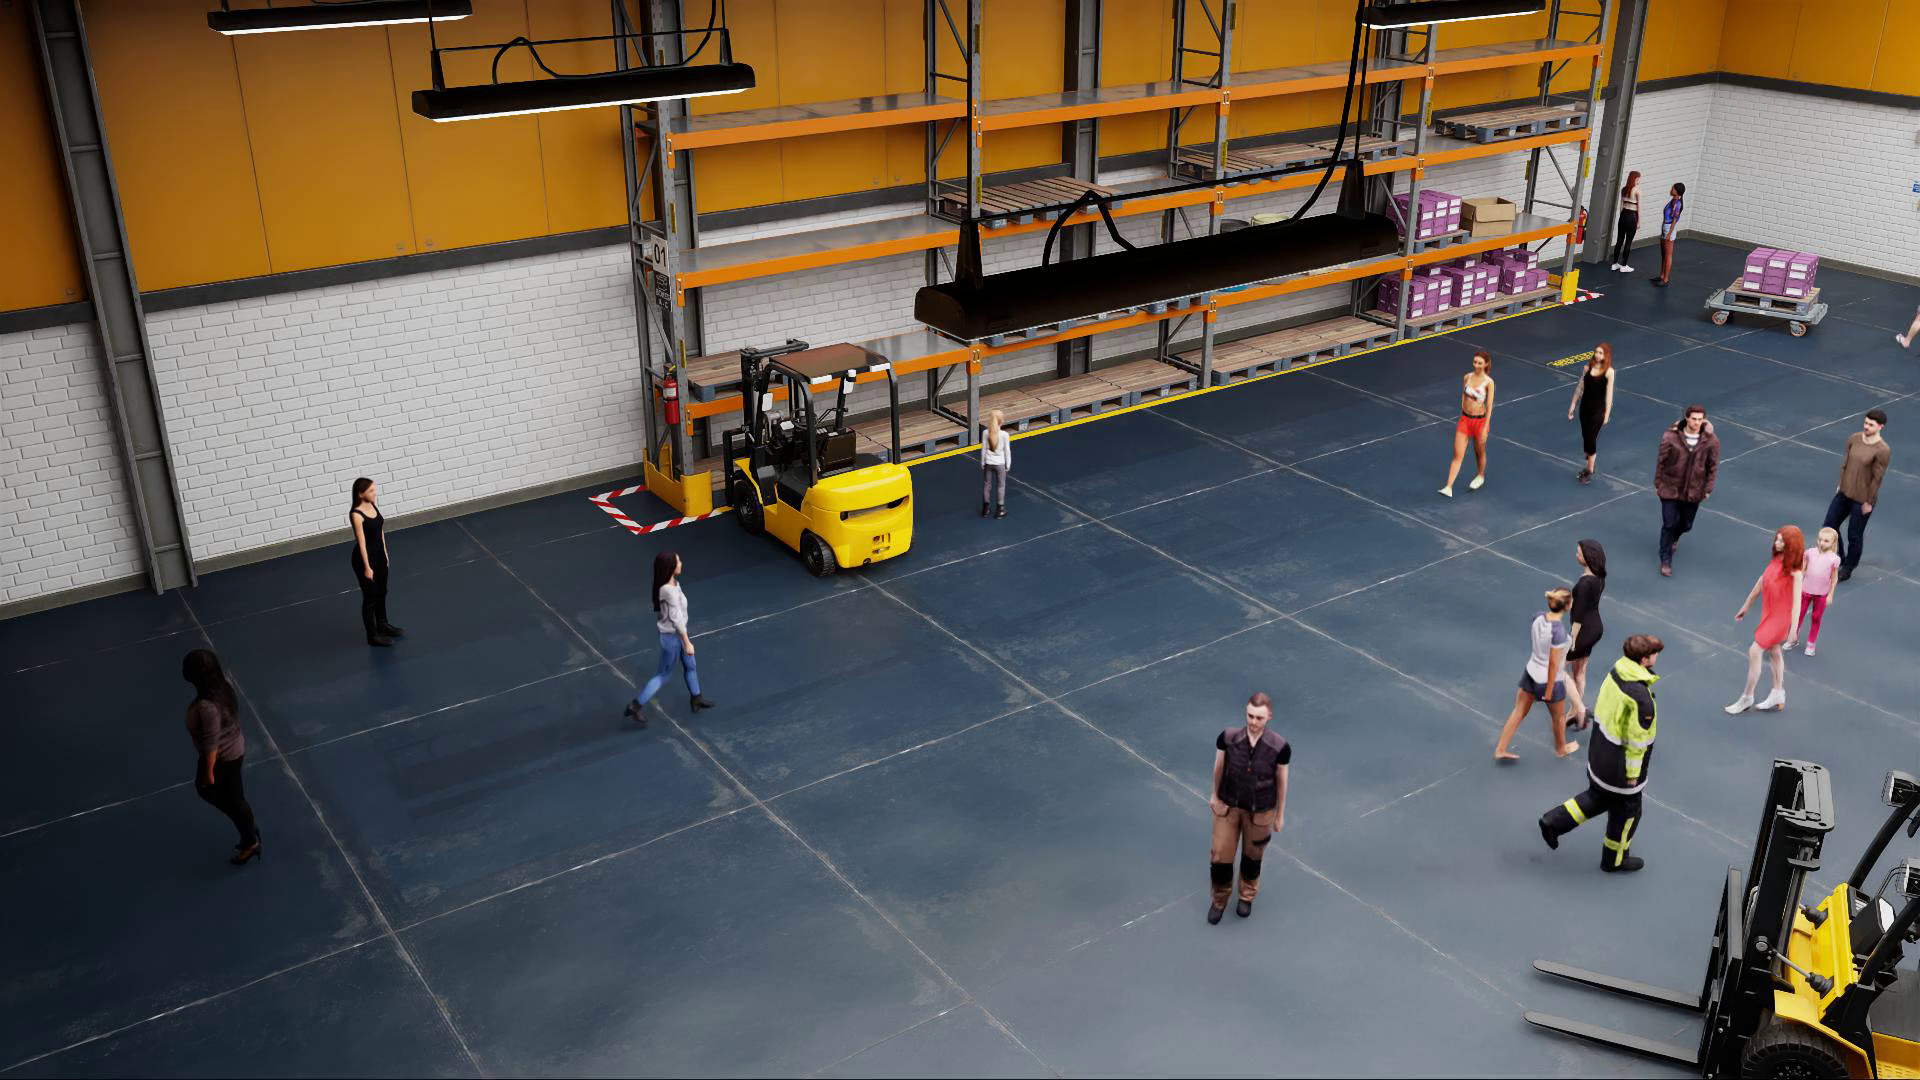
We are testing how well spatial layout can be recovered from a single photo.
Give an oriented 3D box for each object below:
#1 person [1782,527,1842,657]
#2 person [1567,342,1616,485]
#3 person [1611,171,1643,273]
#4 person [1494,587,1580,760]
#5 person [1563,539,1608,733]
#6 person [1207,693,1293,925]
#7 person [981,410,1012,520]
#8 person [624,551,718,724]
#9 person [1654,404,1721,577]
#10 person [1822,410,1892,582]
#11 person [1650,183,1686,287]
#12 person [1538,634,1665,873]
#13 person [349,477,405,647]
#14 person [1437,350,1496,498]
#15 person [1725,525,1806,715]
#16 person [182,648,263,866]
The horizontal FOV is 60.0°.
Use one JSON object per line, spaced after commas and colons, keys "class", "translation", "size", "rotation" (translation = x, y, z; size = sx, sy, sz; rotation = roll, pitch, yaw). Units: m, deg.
{"class": "person", "translation": [8.124, 0.467, 15.798], "size": [0.549, 1.271, 0.570], "rotation": [17, 29, 34]}
{"class": "person", "translation": [7.615, -1.548, 19.861], "size": [0.647, 1.708, 0.570], "rotation": [-14, 27, -30]}
{"class": "person", "translation": [11.645, -5.565, 29.000], "size": [0.549, 1.749, 0.602], "rotation": [-13, 27, -27]}
{"class": "person", "translation": [4.778, 1.167, 13.807], "size": [1.057, 1.581, 0.748], "rotation": [-8, 25, -18]}
{"class": "person", "translation": [5.406, 0.868, 14.229], "size": [0.717, 1.792, 0.655], "rotation": [22, 32, 40]}
{"class": "person", "translation": [2.071, 1.861, 11.921], "size": [0.860, 1.822, 0.908], "rotation": [7, 24, 15]}
{"class": "person", "translation": [0.389, -0.860, 18.825], "size": [0.588, 1.277, 0.640], "rotation": [7, 24, 15]}
{"class": "person", "translation": [-2.583, 0.882, 14.442], "size": [1.129, 1.597, 0.829], "rotation": [-7, 24, -15]}
{"class": "person", "translation": [7.584, -0.575, 17.482], "size": [1.097, 1.831, 1.190], "rotation": [7, 25, 15]}
{"class": "person", "translation": [9.327, -0.470, 17.190], "size": [0.653, 1.874, 0.696], "rotation": [-10, 26, -22]}
{"class": "person", "translation": [11.994, -5.179, 28.125], "size": [0.721, 1.743, 0.661], "rotation": [4, 24, 9]}
{"class": "person", "translation": [4.809, 1.591, 12.362], "size": [1.194, 1.963, 1.083], "rotation": [0, 24, -1]}
{"class": "person", "translation": [-5.634, 0.197, 15.894], "size": [0.728, 1.688, 0.672], "rotation": [3, 24, 7]}
{"class": "person", "translation": [6.037, -1.351, 19.368], "size": [1.218, 1.743, 0.714], "rotation": [-21, 31, -40]}
{"class": "person", "translation": [7.245, 0.714, 14.569], "size": [0.922, 1.803, 0.847], "rotation": [2, 24, 5]}
{"class": "person", "translation": [-5.414, 1.627, 12.449], "size": [0.765, 1.828, 0.757], "rotation": [-6, 24, -14]}
